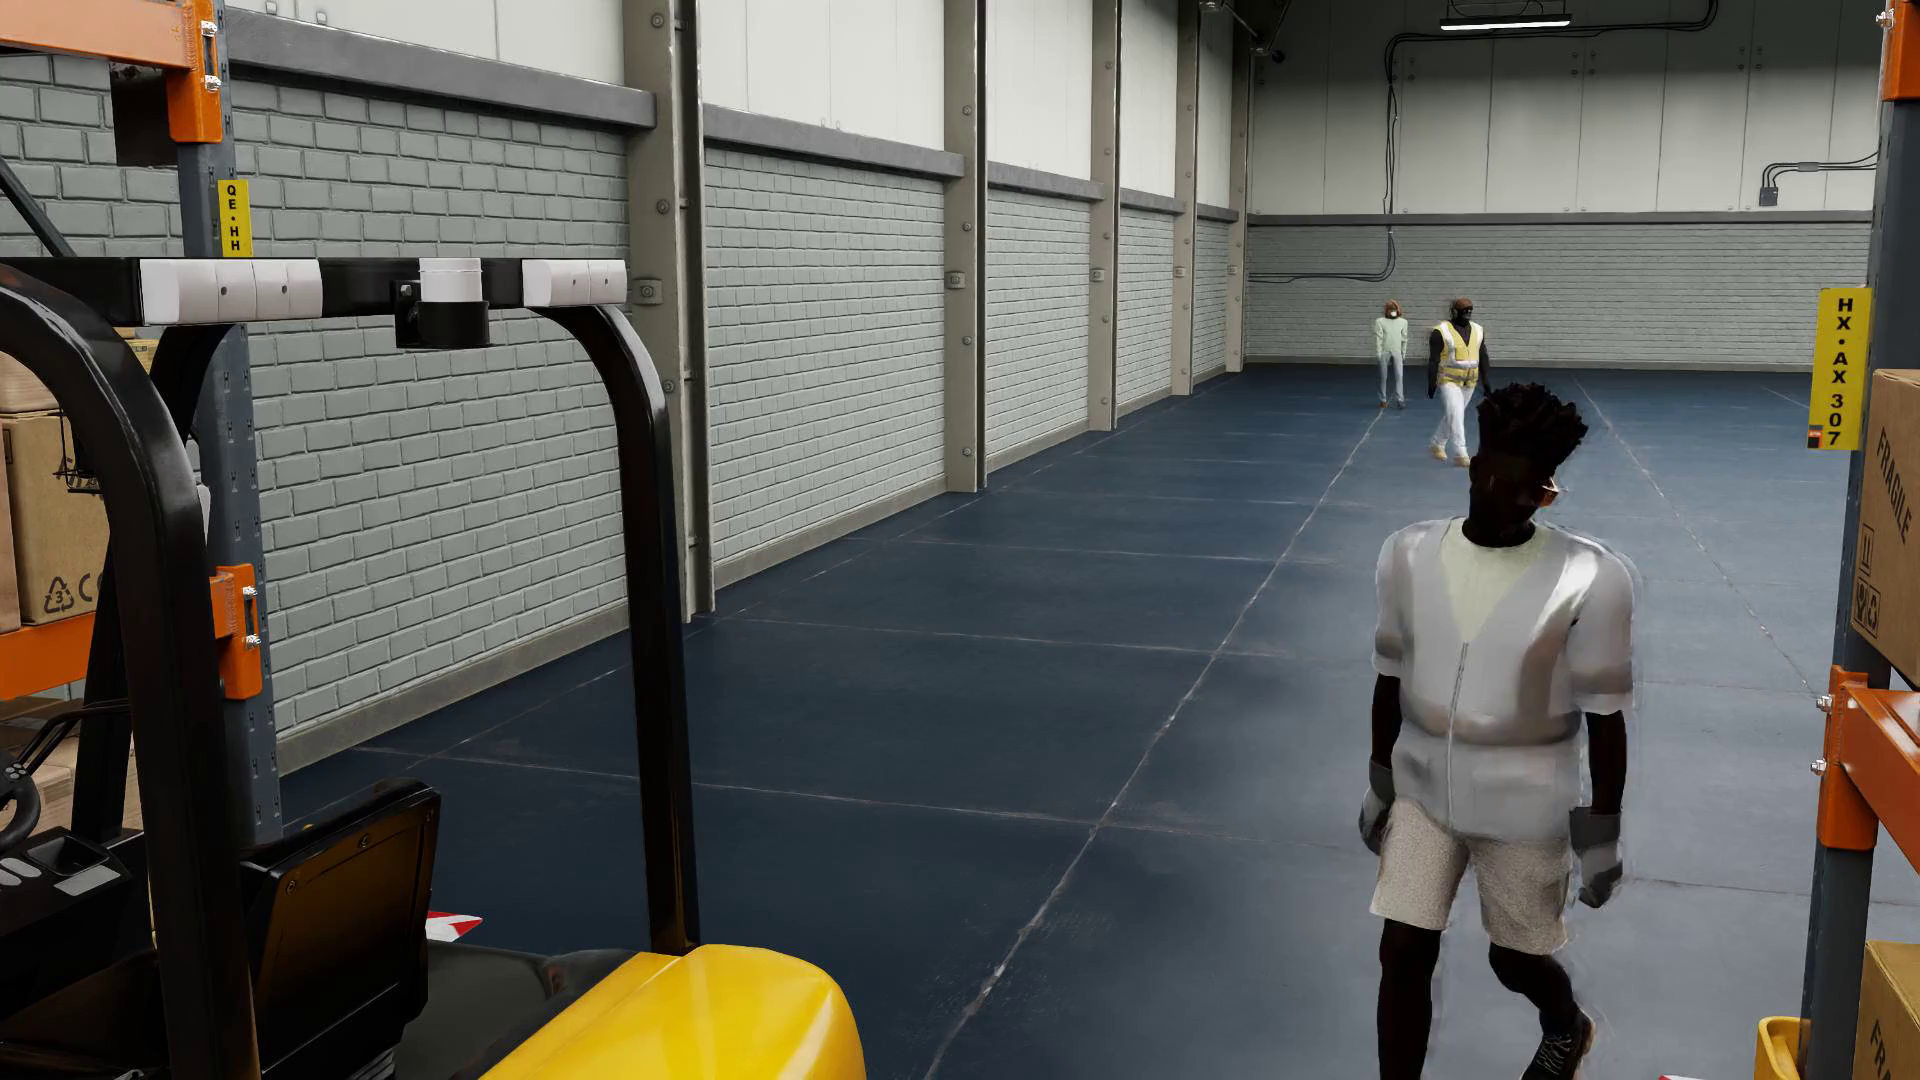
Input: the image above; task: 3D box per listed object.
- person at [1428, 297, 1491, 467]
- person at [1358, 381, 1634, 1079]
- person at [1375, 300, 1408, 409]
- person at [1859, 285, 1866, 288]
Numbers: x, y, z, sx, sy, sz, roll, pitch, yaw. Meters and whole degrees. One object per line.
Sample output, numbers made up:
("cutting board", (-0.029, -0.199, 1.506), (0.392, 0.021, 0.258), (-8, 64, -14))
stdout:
("person", (5.337, -1.714, 17.905), (0.639, 1.798, 0.977), (-3, 10, -18))
("person", (1.254, 0.575, 3.897), (0.636, 1.925, 0.891), (8, 13, 41))
("person", (6.328, -2.699, 24.360), (0.497, 1.593, 0.809), (0, 10, 2))
("person", (11.279, -2.267, 20.920), (0.677, 1.885, 0.613), (2, 10, 9))
